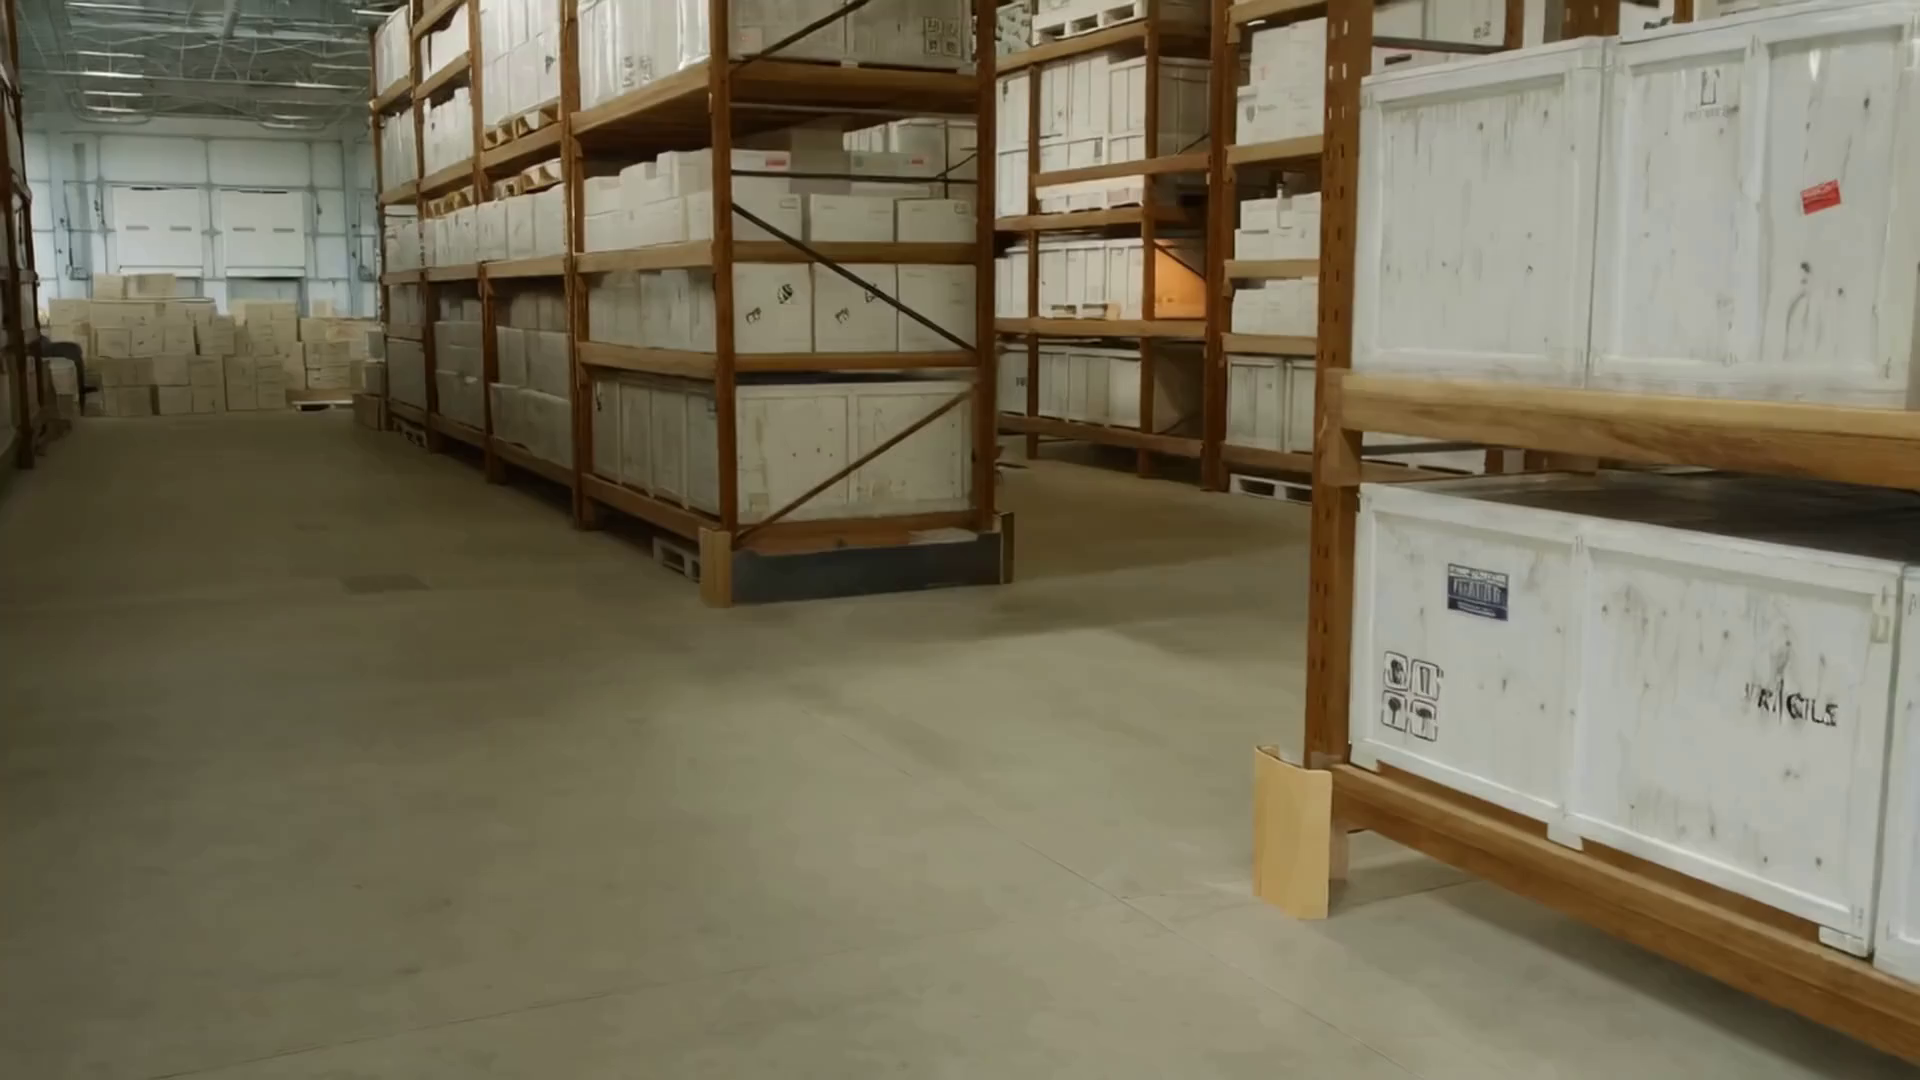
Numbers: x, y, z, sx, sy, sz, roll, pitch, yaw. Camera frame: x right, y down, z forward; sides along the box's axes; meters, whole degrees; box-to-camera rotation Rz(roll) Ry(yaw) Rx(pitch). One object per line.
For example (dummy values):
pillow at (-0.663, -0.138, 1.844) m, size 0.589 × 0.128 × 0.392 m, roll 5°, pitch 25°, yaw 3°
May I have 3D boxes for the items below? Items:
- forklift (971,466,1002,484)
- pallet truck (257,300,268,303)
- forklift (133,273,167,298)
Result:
forklift at (-0.459, -2.050, 18.221) m, size 1.129 × 2.768 × 1.873 m, roll -4°, pitch 9°, yaw -26°
pallet truck at (-23.913, -7.404, 58.171) m, size 1.885 × 1.965 × 0.823 m, roll -1°, pitch 8°, yaw -9°
forklift at (-25.710, -7.092, 52.996) m, size 1.873 × 2.768 × 1.129 m, roll 6°, pitch 10°, yaw 37°
